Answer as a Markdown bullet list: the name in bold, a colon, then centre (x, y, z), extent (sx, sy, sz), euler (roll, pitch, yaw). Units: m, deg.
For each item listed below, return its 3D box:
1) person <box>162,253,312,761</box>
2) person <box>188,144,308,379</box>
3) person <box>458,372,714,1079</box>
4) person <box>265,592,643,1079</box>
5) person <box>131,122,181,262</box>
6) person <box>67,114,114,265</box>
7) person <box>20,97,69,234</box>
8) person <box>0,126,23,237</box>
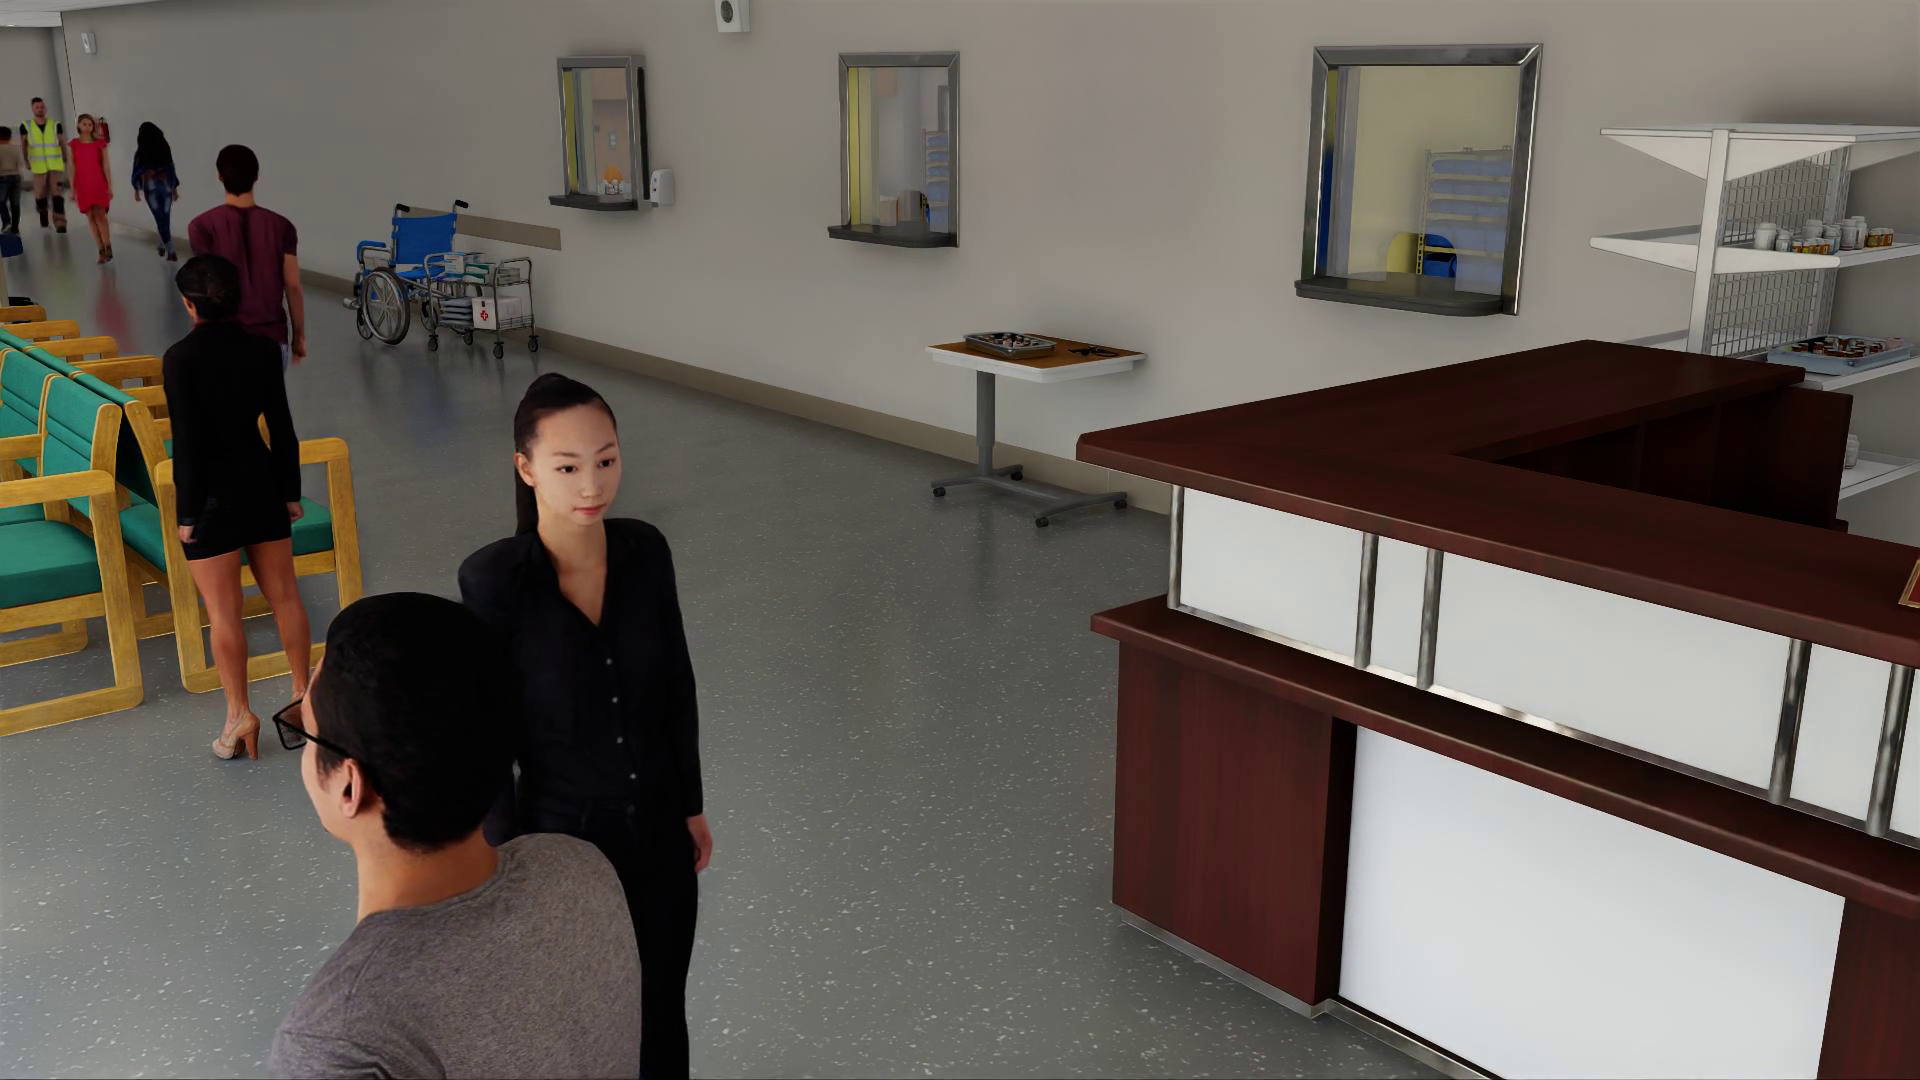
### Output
- **person**: centre (-2.328, -0.098, 5.351), extent (0.695, 1.640, 0.614), euler (12, 20, 36)
- **person**: centre (-3.418, -0.947, 8.036), extent (1.069, 1.817, 0.722), euler (-13, 20, -38)
- **person**: centre (-0.642, 0.550, 2.924), extent (0.419, 1.710, 0.635), euler (-13, 21, -39)
- **person**: centre (-0.457, 0.887, 1.645), extent (0.760, 1.754, 0.662), euler (4, 16, 14)
- **person**: centre (-9.340, -4.040, 19.427), extent (0.881, 1.589, 0.721), euler (-14, 21, -40)
- **person**: centre (-10.080, -4.089, 19.374), extent (0.673, 1.711, 0.752), euler (-2, 16, -8)
- **person**: centre (-12.631, -5.174, 23.010), extent (0.959, 1.826, 0.833), euler (-9, 18, -30)
- **person**: centre (-12.859, -4.847, 22.538), extent (0.634, 1.453, 0.526), euler (14, 21, 40)
